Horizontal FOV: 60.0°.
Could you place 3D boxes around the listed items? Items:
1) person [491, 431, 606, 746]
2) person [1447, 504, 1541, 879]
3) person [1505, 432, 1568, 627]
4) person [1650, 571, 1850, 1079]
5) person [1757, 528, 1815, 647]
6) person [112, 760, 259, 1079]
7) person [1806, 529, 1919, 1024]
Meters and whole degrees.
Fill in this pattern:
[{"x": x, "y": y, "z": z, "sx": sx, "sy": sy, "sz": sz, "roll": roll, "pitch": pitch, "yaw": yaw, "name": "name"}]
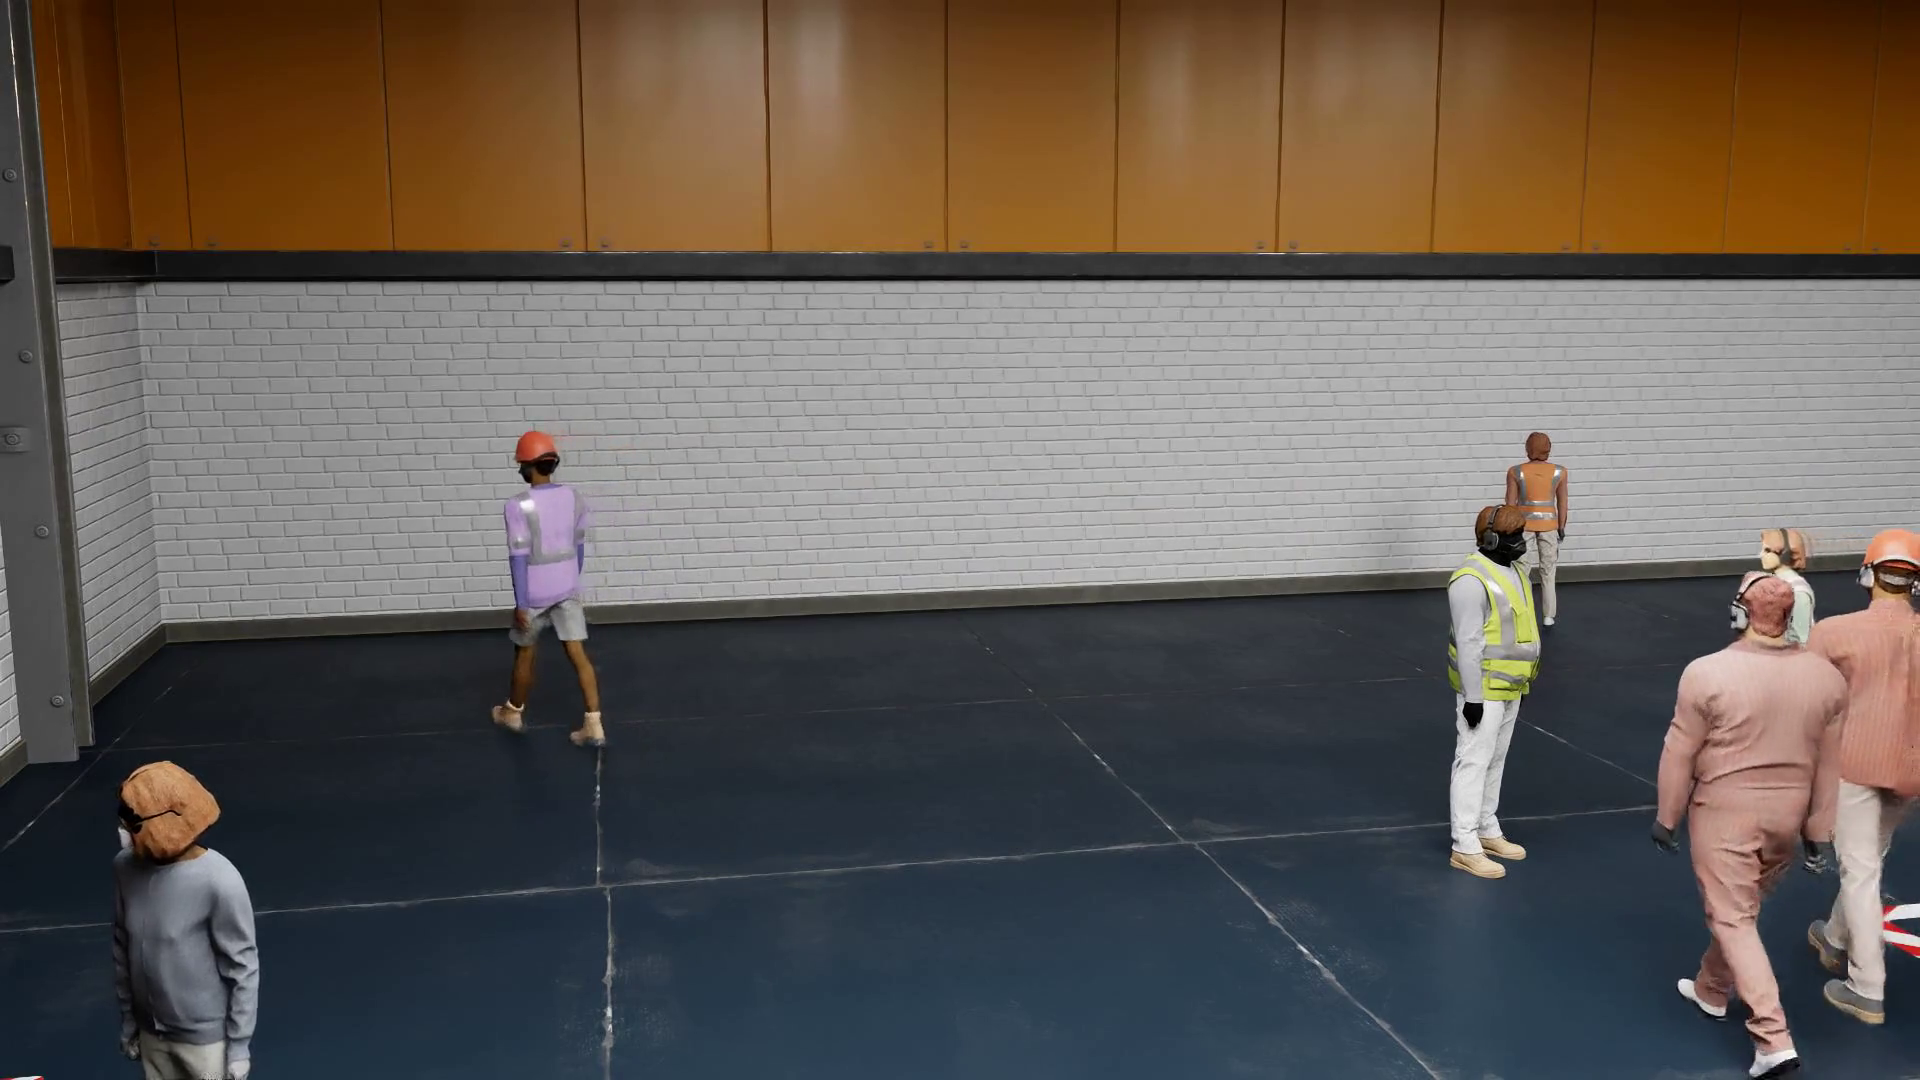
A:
[{"x": -2.613, "y": 0.303, "z": 10.528, "sx": 1.076, "sy": 1.990, "sz": 0.621, "roll": 9, "pitch": 13, "yaw": 42, "name": "person"}, {"x": 2.663, "y": 0.735, "z": 8.303, "sx": 0.429, "sy": 1.844, "sz": 0.627, "roll": 7, "pitch": 12, "yaw": 37, "name": "person"}, {"x": 4.802, "y": -0.083, "z": 13.894, "sx": 0.513, "sy": 1.642, "sz": 0.311, "roll": 2, "pitch": 9, "yaw": 9, "name": "person"}, {"x": 2.998, "y": 1.051, "z": 6.304, "sx": 0.646, "sy": 1.871, "sz": 0.940, "roll": -1, "pitch": 9, "yaw": -7, "name": "person"}, {"x": 4.343, "y": 0.739, "z": 8.949, "sx": 0.623, "sy": 1.615, "sz": 0.541, "roll": 2, "pitch": 10, "yaw": 11, "name": "person"}, {"x": -2.217, "y": 1.420, "z": 4.762, "sx": 0.501, "sy": 1.632, "sz": 0.285, "roll": 4, "pitch": 10, "yaw": 24, "name": "person"}, {"x": 3.701, "y": 0.917, "z": 6.875, "sx": 0.635, "sy": 1.934, "sz": 0.935, "roll": 0, "pitch": 9, "yaw": -1, "name": "person"}]
